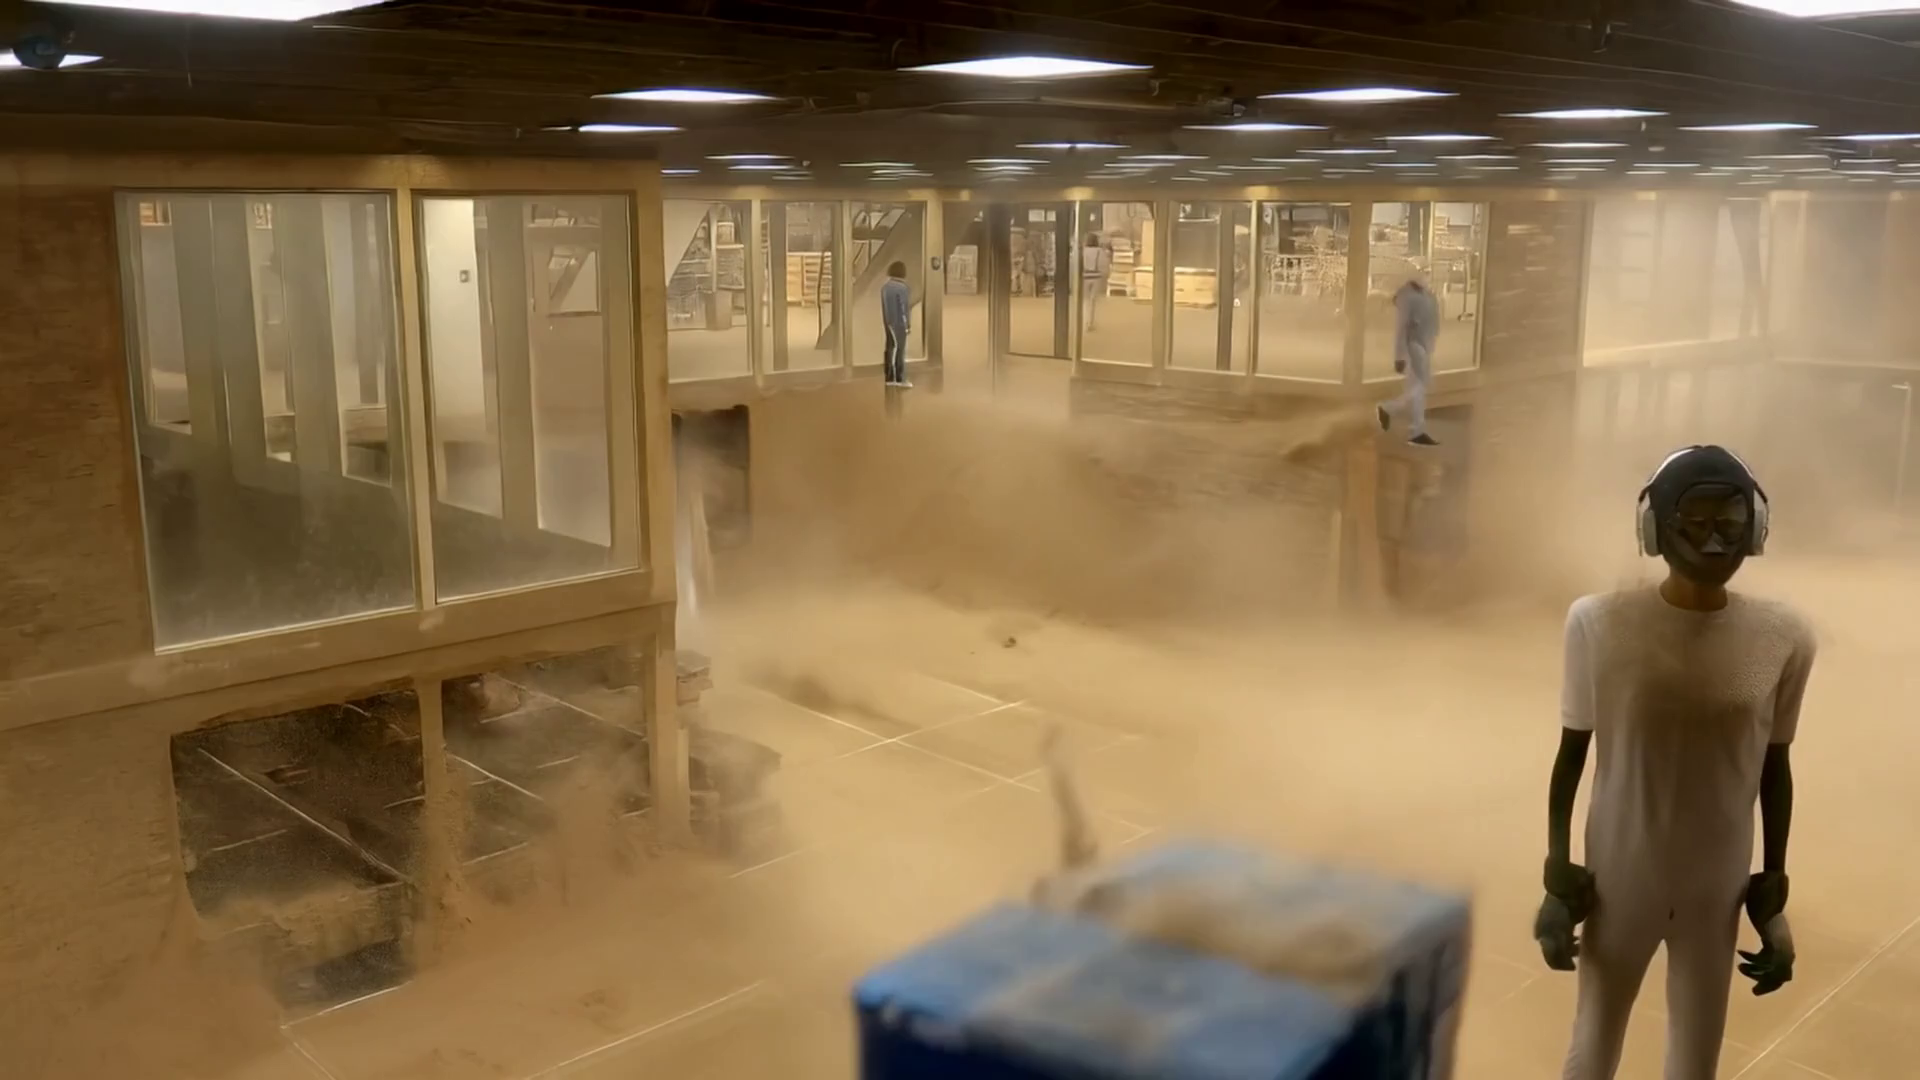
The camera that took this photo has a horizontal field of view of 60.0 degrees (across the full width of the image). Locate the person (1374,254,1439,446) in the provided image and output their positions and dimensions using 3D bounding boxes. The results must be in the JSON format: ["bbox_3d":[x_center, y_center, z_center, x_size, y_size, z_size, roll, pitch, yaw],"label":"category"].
[{"bbox_3d":[4.461,-1.888,16.470,0.687,1.882,0.654,9,15,39],"label":"person"}]

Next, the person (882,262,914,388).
[{"bbox_3d":[-0.819,-2.805,21.701,0.268,1.632,0.507,-9,15,-39],"label":"person"}]

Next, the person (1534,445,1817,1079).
[{"bbox_3d":[1.451,0.729,3.416,0.512,1.872,0.328,1,11,6],"label":"person"}]
